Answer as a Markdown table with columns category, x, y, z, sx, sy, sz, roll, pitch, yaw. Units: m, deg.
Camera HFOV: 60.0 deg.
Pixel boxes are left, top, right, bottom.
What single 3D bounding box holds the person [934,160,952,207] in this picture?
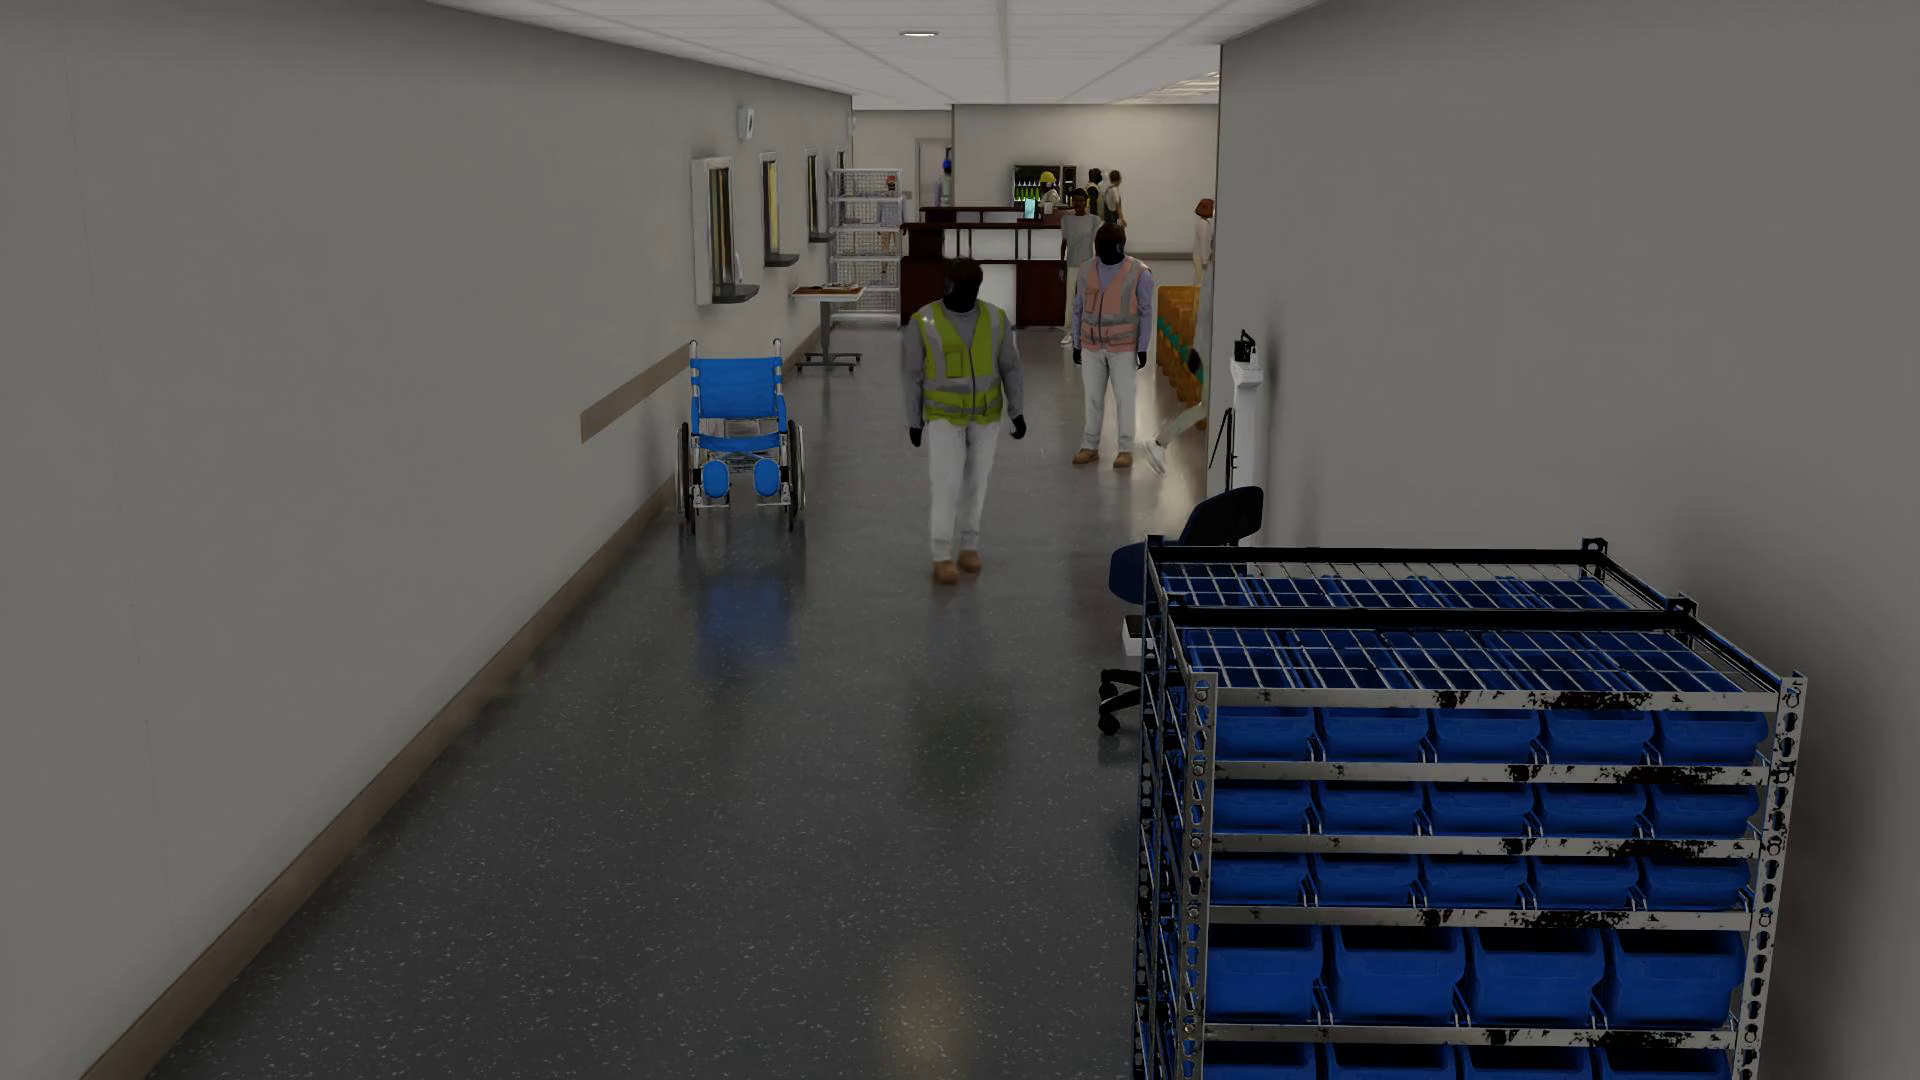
| category | x | y | z | sx | sy | sz | roll | pitch | yaw |
| --- | --- | --- | --- | --- | --- | --- | --- | --- | --- |
| person | -0.241 | -6.969 | 34.793 | 0.610 | 1.895 | 1.021 | -1 | 14 | -5 |

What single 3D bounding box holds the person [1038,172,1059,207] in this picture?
| category | x | y | z | sx | sy | sz | roll | pitch | yaw |
| --- | --- | --- | --- | --- | --- | --- | --- | --- | --- |
| person | 1.488 | -5.334 | 28.310 | 0.404 | 1.828 | 0.602 | -1 | 14 | -3 |

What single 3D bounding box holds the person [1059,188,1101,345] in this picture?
| category | x | y | z | sx | sy | sz | roll | pitch | yaw |
| --- | --- | --- | --- | --- | --- | --- | --- | --- | --- |
| person | 1.424 | -3.240 | 19.764 | 0.505 | 1.861 | 0.330 | 5 | 15 | 18 |

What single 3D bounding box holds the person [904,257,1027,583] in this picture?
| category | x | y | z | sx | sy | sz | roll | pitch | yaw |
| --- | --- | --- | --- | --- | --- | --- | --- | --- | --- |
| person | 0.056 | -0.671 | 9.412 | 0.638 | 1.814 | 0.671 | -5 | 15 | -18 |

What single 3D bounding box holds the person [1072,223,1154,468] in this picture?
| category | x | y | z | sx | sy | sz | roll | pitch | yaw |
| --- | --- | --- | --- | --- | --- | --- | --- | --- | --- |
| person | 1.132 | -1.467 | 12.600 | 0.633 | 1.839 | 0.429 | 7 | 16 | 27 |

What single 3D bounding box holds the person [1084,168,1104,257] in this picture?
| category | x | y | z | sx | sy | sz | roll | pitch | yaw |
| --- | --- | --- | --- | --- | --- | --- | --- | --- | --- |
| person | 2.475 | -5.904 | 30.599 | 0.429 | 1.846 | 0.625 | 0 | 14 | 2 |

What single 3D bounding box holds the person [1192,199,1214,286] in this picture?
| category | x | y | z | sx | sy | sz | roll | pitch | yaw |
| --- | --- | --- | --- | --- | --- | --- | --- | --- | --- |
| person | 3.236 | -3.722 | 22.173 | 0.271 | 1.632 | 0.503 | 1 | 14 | 2 |

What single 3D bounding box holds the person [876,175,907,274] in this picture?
| category | x | y | z | sx | sy | sz | roll | pitch | yaw |
| --- | --- | --- | --- | --- | --- | --- | --- | --- | --- |
| person | -1.215 | -5.609 | 29.611 | 0.563 | 1.742 | 0.361 | 0 | 14 | 0 |

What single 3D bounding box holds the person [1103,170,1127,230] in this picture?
| category | x | y | z | sx | sy | sz | roll | pitch | yaw |
| --- | --- | --- | --- | --- | --- | --- | --- | --- | --- |
| person | 2.789 | -5.707 | 29.840 | 0.554 | 1.816 | 0.622 | -1 | 14 | -3 |
